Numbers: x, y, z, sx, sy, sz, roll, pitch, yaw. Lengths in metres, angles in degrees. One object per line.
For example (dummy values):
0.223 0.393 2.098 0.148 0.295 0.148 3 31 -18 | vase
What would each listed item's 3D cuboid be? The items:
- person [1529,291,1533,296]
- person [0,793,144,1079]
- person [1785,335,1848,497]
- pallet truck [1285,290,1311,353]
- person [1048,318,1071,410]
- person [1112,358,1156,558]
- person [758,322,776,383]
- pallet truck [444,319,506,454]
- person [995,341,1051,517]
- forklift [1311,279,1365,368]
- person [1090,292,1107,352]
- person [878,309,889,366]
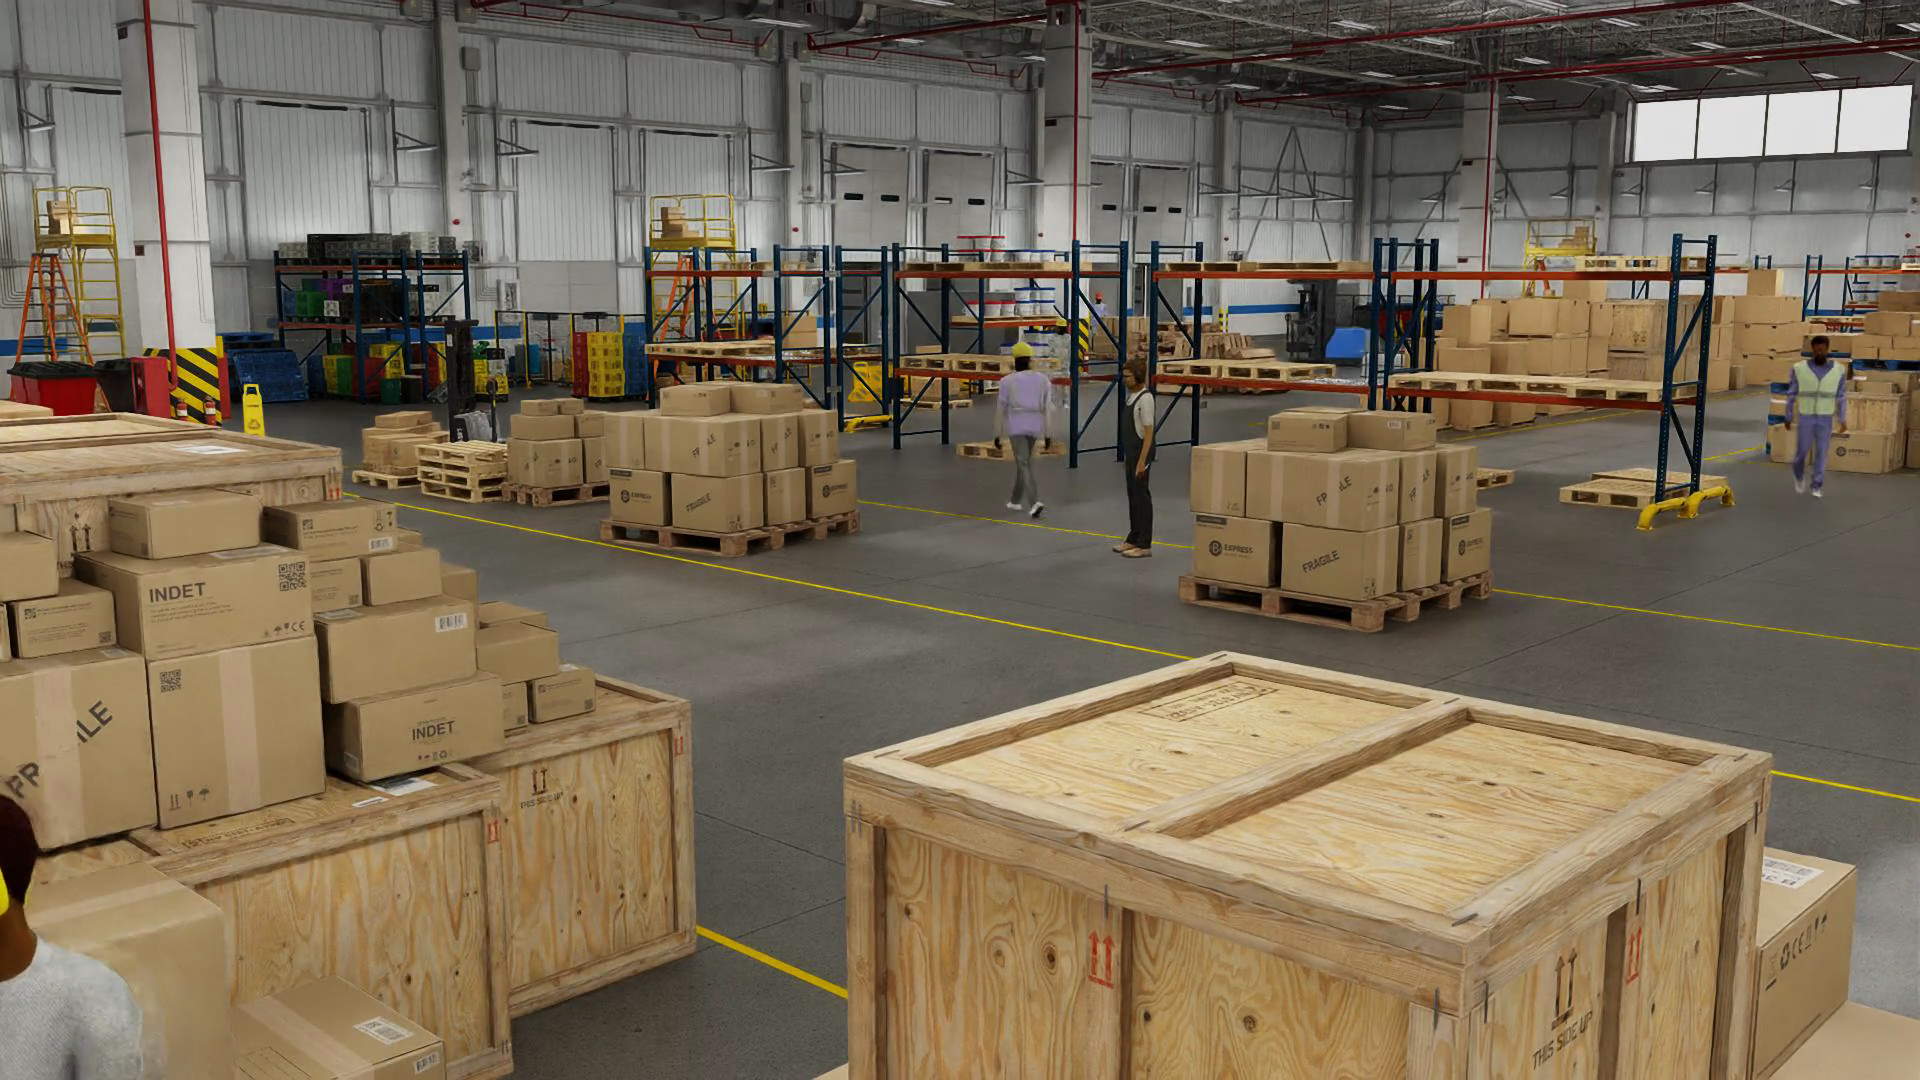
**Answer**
19.072 -7.331 55.466 0.743 1.916 0.633 -4 10 -21 | person
-1.572 1.308 2.745 0.525 1.827 0.812 6 11 31 | person
9.969 -1.438 19.374 0.630 1.897 0.457 3 10 18 | person
11.297 -6.951 52.861 1.885 1.965 0.823 -5 11 -29 | pallet truck
1.904 -3.328 31.449 0.485 1.739 0.319 -2 9 -12 | person
1.629 -0.751 15.346 0.332 1.843 0.514 -2 9 -11 | person
-3.675 -3.342 31.824 0.543 1.642 0.883 3 10 17 | person
-6.981 -1.942 22.150 1.885 1.965 0.823 1 9 9 | pallet truck
0.707 -1.198 17.968 0.594 1.884 0.970 -4 10 -22 | person
9.805 -6.000 44.334 1.873 2.768 1.129 0 9 2 | forklift
4.292 -6.711 51.609 0.544 1.930 0.389 0 9 -3 | person
-2.025 -5.352 44.188 0.321 1.631 0.525 1 9 4 | person
